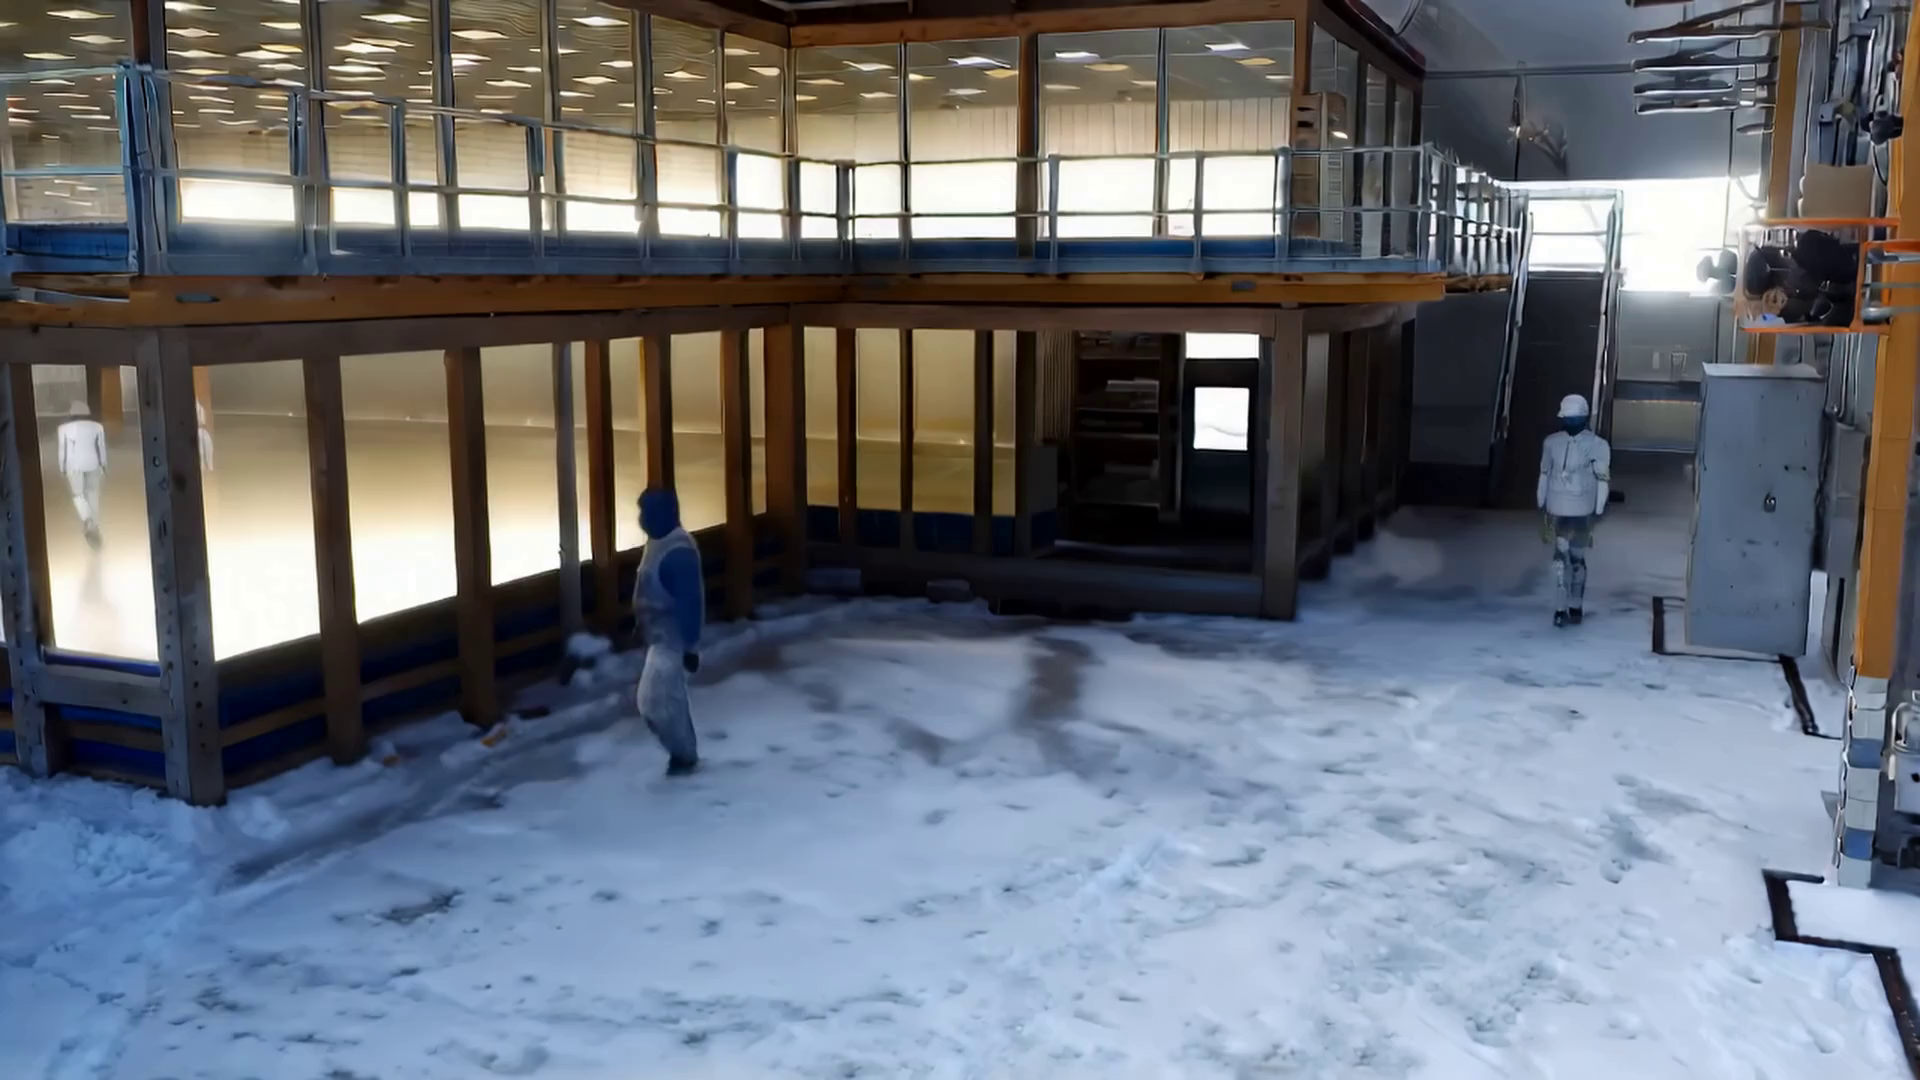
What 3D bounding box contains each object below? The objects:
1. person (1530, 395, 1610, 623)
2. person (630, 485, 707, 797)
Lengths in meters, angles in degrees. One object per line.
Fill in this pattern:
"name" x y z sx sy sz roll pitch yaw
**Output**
"person" 5.314 -0.271 14.480 0.612 1.990 0.392 9 13 43
"person" -1.705 0.589 9.674 0.445 1.829 0.621 -3 10 -16
